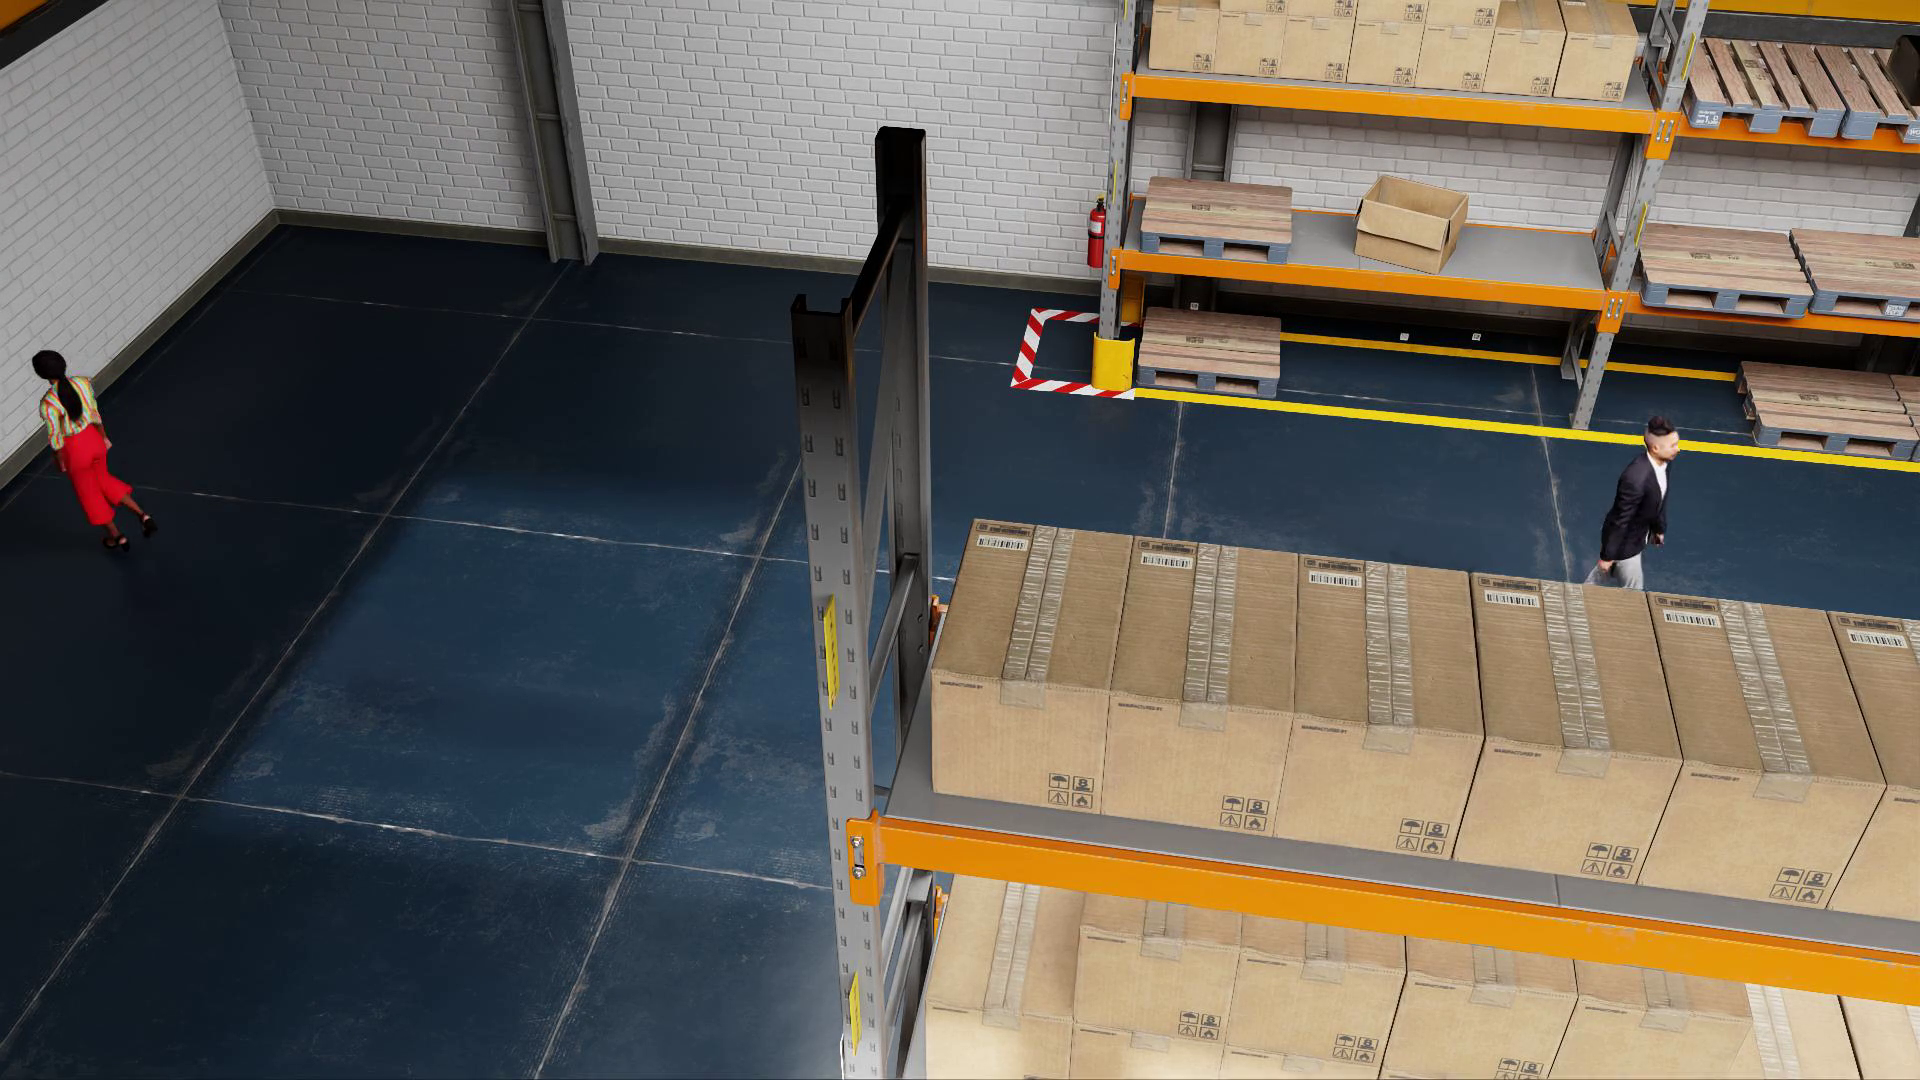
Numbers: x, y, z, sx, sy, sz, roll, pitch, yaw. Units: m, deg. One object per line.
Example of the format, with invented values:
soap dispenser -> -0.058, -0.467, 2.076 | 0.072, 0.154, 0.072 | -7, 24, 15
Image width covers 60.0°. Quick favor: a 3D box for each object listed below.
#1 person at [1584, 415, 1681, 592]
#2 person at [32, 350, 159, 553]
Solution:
person -> 4.428, -0.077, 11.271 | 1.010, 1.937, 0.938 | 26, 45, 29
person -> -6.260, -0.588, 12.037 | 0.838, 1.780, 0.652 | 12, 40, 15
